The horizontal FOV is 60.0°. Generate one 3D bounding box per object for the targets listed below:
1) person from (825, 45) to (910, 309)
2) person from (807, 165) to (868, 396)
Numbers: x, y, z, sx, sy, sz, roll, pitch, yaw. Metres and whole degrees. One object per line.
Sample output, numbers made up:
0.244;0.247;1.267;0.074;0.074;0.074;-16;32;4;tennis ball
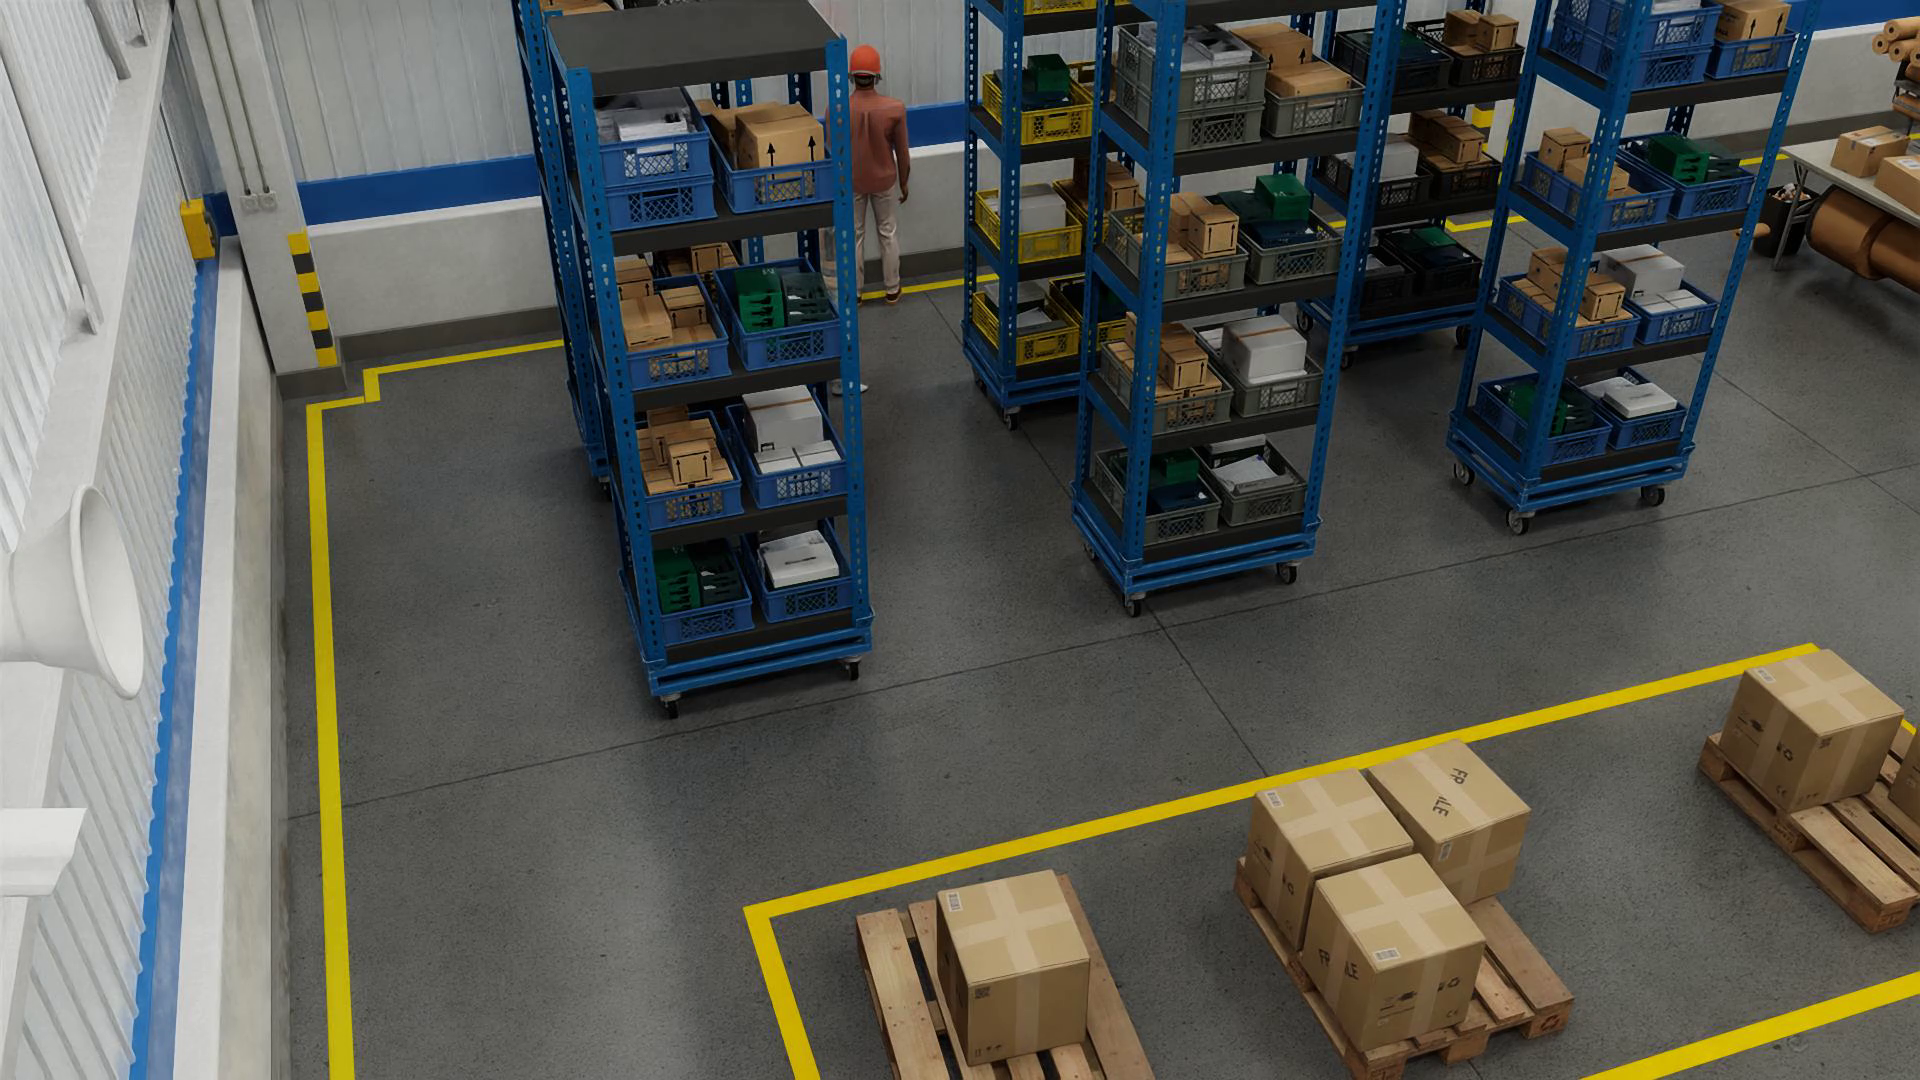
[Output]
-0.680;-2.673;12.337;0.624;1.993;0.385;-4;35;-6;person
-0.865;-1.773;11.367;0.312;1.636;0.518;-20;40;-26;person
